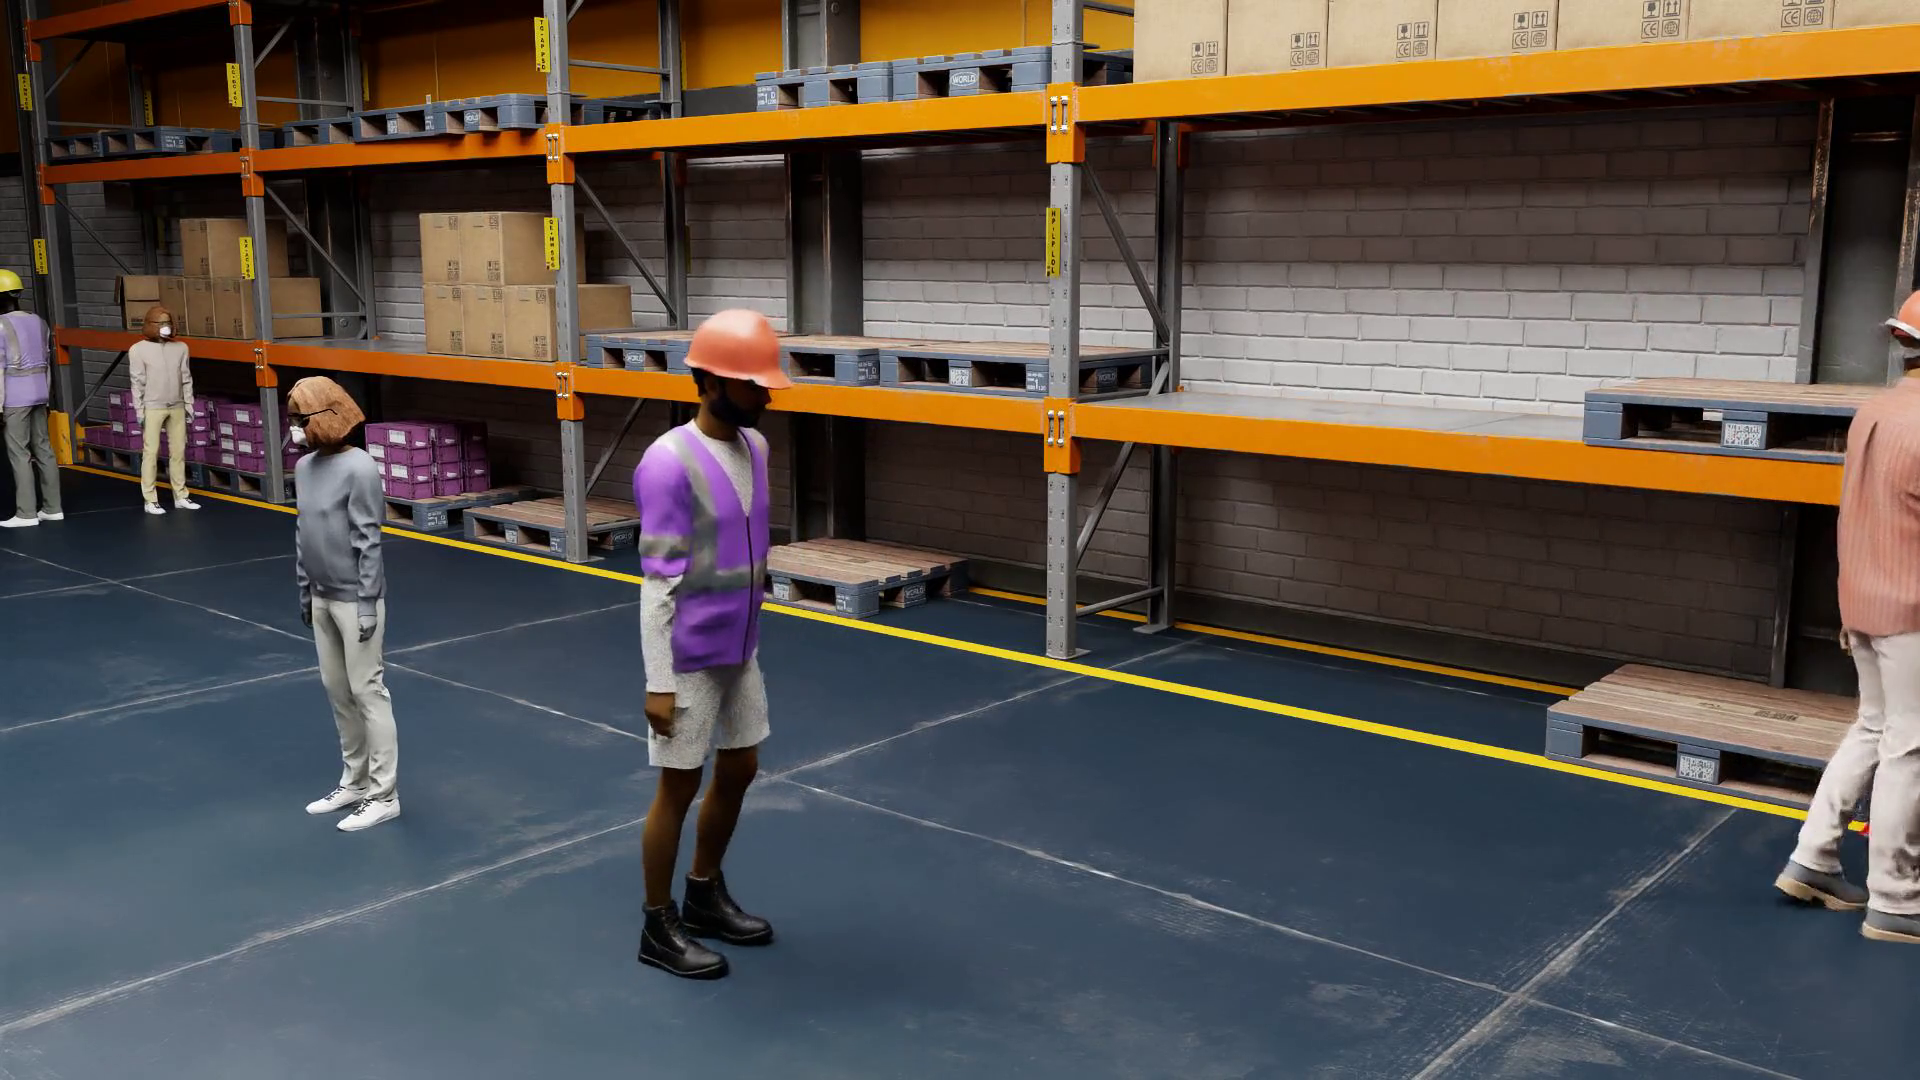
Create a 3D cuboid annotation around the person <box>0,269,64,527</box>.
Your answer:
[{"bbox_3d":[-7.034,-1.053,12.433,0.396,1.918,0.588,2,10,9],"label":"person"}]

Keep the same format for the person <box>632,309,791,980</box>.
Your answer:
[{"bbox_3d":[-0.691,0.306,4.720,0.468,1.913,0.583,5,11,28],"label":"person"}]

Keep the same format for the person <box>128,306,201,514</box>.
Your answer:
[{"bbox_3d":[-6.253,-1.018,13.064,0.285,1.626,0.494,6,12,32],"label":"person"}]

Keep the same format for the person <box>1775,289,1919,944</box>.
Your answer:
[{"bbox_3d":[2.835,0.222,4.971,0.406,1.993,0.635,1,10,5],"label":"person"}]

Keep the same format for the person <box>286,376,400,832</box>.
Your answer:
[{"bbox_3d":[-2.246,0.222,6.009,0.504,1.622,0.299,8,13,39],"label":"person"}]
